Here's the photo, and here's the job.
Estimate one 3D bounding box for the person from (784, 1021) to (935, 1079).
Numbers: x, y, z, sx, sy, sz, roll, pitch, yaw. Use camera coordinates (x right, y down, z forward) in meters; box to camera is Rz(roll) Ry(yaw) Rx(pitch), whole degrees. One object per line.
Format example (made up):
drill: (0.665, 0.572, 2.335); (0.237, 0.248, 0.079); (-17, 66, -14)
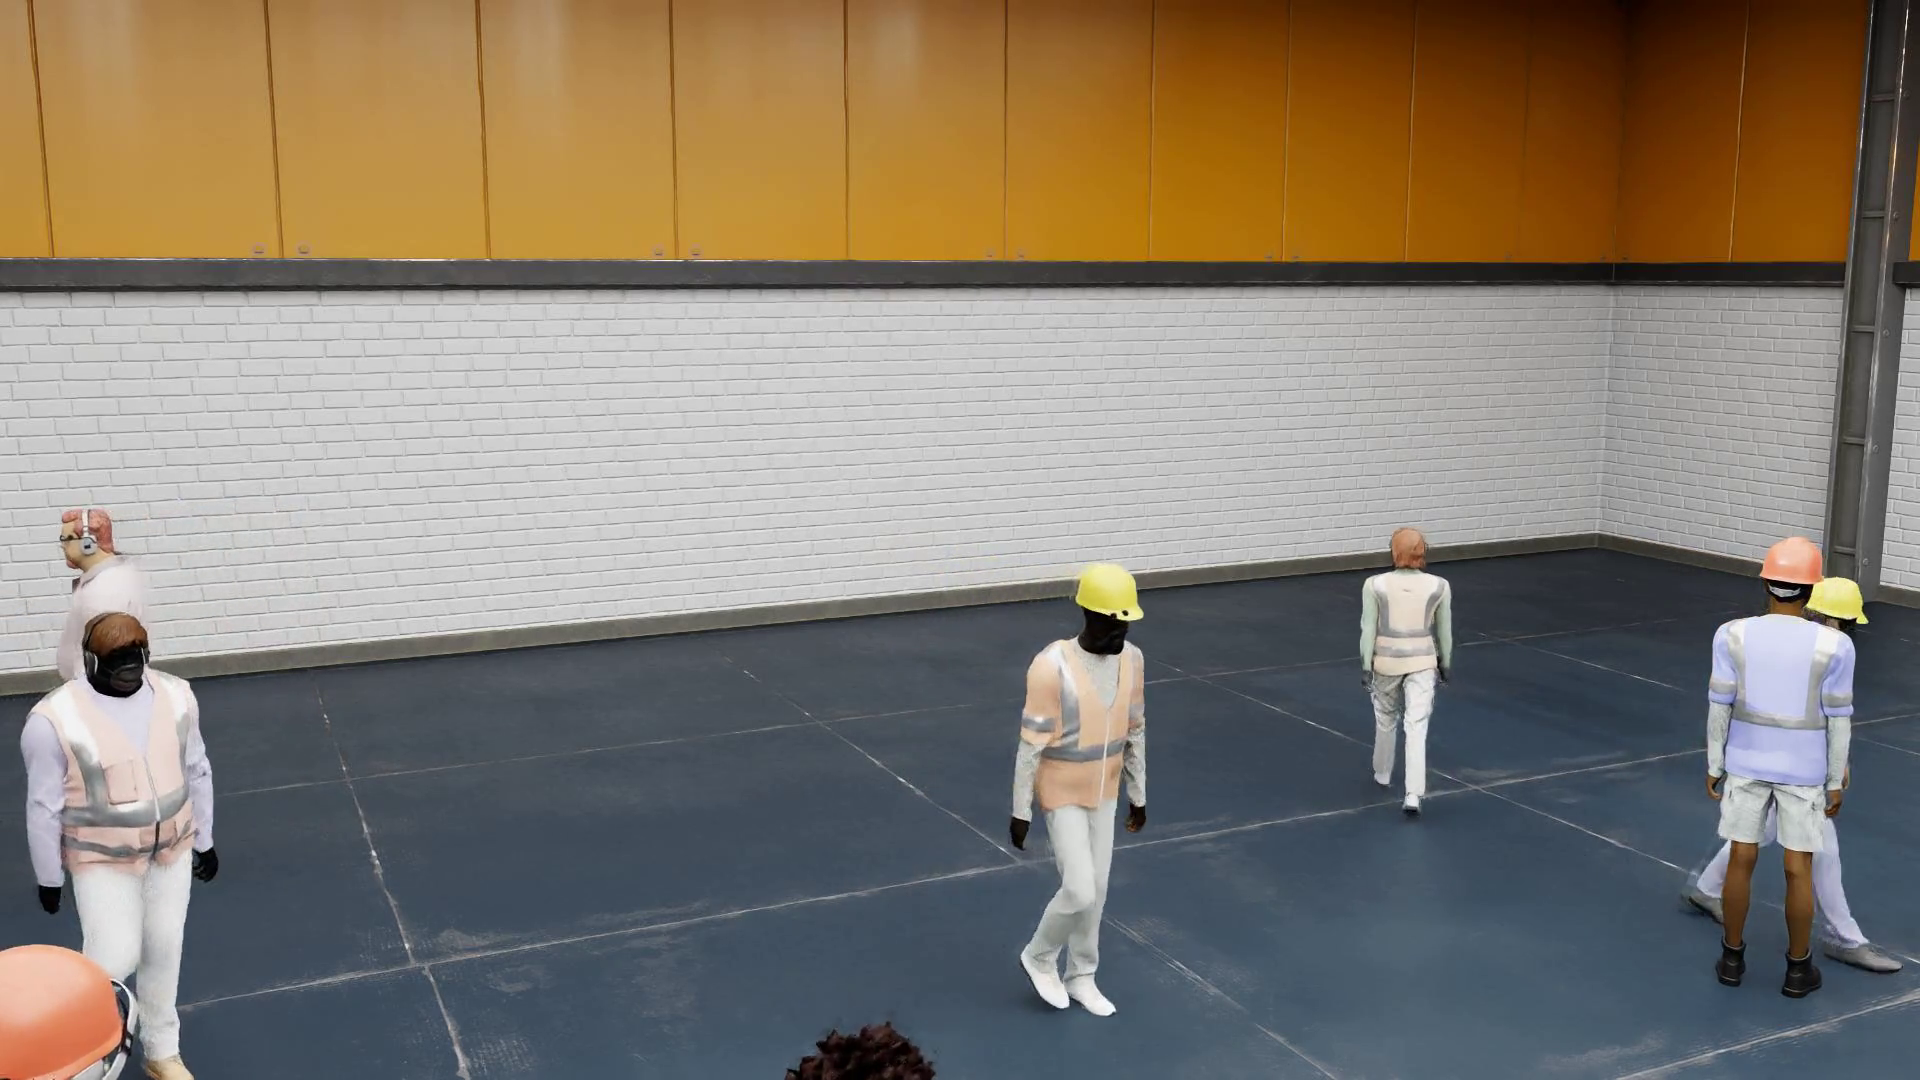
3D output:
person: (-0.143, 1.661, 2.522); (0.639, 1.951, 0.421); (2, 9, 10)

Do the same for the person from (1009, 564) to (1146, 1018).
person: (0.507, 1.022, 6.665); (0.655, 1.898, 0.479); (-7, 11, -37)

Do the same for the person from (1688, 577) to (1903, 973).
person: (3.748, 0.994, 7.440); (0.943, 1.710, 0.529); (9, 13, 43)

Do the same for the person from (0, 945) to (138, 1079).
person: (-1.446, 1.607, 2.752); (0.617, 1.989, 0.392); (-1, 9, -3)

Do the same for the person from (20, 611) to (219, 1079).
person: (-3.047, 1.149, 6.099); (0.441, 1.827, 0.639); (6, 11, 35)

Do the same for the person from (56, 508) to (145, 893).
person: (-4.184, 0.787, 8.125); (0.427, 1.903, 0.687); (-4, 10, -25)

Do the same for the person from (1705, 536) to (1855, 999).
person: (3.435, 0.948, 7.004); (0.546, 1.939, 0.375); (6, 11, 34)

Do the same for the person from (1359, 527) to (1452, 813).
person: (2.538, 0.727, 9.472); (0.523, 1.602, 0.878); (2, 9, 10)
